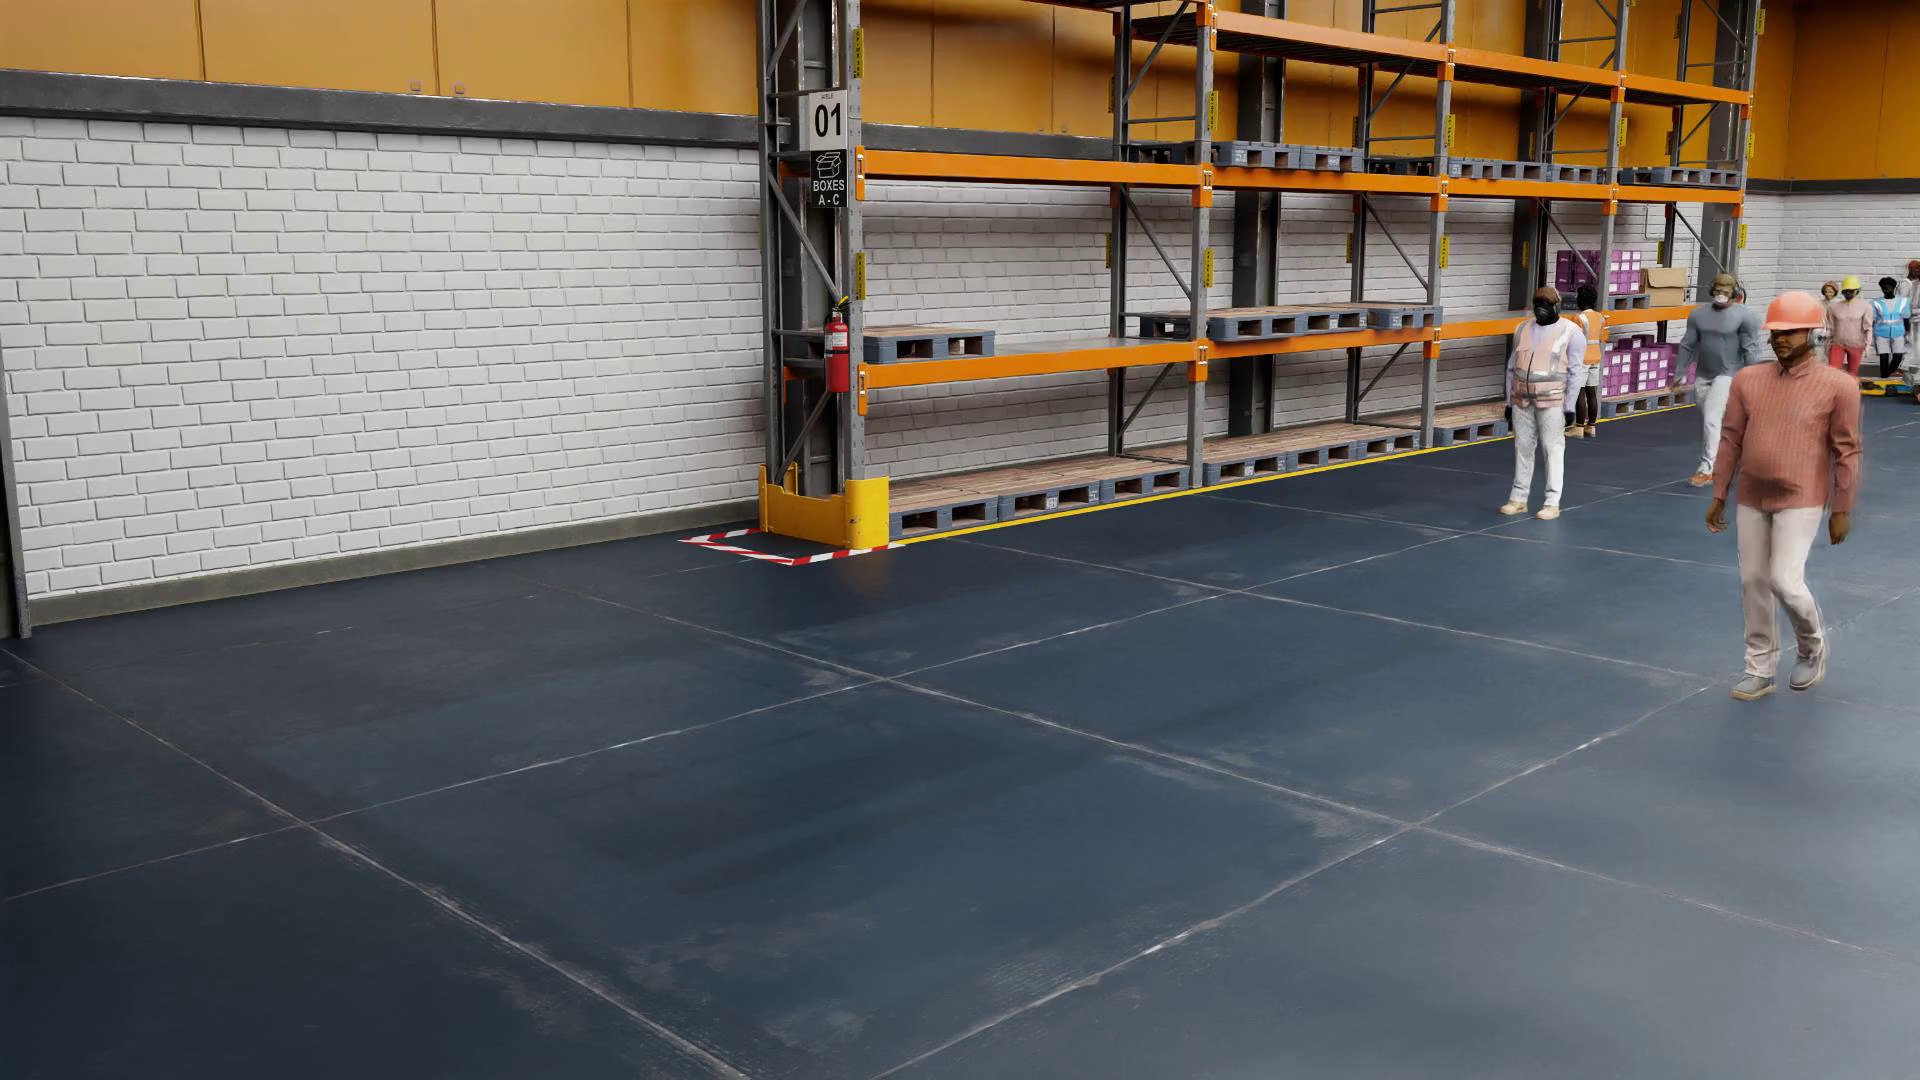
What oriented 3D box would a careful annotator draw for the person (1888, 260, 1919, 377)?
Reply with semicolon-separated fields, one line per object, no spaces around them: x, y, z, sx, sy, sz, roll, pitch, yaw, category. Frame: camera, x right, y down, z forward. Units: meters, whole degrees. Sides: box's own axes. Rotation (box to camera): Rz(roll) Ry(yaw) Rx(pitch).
14.691;-3.400;25.775;0.576;1.859;0.640;9;14;42;person

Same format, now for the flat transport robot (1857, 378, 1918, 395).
13.286;-2.169;23.401;1.431;0.197;0.652;1;10;3;flat transport robot

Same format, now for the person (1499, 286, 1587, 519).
4.621;-1.094;13.256;0.429;1.843;0.624;-9;14;-41;person

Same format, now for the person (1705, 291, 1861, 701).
3.936;-0.199;7.999;0.460;1.979;0.621;-7;13;-34;person

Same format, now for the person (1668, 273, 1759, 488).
6.684;-1.420;14.841;0.790;1.900;0.655;-6;12;-29;person

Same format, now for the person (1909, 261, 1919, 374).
14.585;-3.299;25.229;0.376;1.860;0.787;1;10;7;person

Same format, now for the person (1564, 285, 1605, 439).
6.913;-1.973;18.440;0.540;1.695;0.317;-8;13;-37;person

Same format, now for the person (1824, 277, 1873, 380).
11.023;-2.399;20.683;0.540;1.720;0.894;7;13;34;person

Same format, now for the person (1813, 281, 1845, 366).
11.764;-2.696;22.554;0.551;1.623;0.382;10;14;42;person

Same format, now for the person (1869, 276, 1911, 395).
13.137;-2.896;23.554;0.557;1.668;0.498;4;11;21;person
